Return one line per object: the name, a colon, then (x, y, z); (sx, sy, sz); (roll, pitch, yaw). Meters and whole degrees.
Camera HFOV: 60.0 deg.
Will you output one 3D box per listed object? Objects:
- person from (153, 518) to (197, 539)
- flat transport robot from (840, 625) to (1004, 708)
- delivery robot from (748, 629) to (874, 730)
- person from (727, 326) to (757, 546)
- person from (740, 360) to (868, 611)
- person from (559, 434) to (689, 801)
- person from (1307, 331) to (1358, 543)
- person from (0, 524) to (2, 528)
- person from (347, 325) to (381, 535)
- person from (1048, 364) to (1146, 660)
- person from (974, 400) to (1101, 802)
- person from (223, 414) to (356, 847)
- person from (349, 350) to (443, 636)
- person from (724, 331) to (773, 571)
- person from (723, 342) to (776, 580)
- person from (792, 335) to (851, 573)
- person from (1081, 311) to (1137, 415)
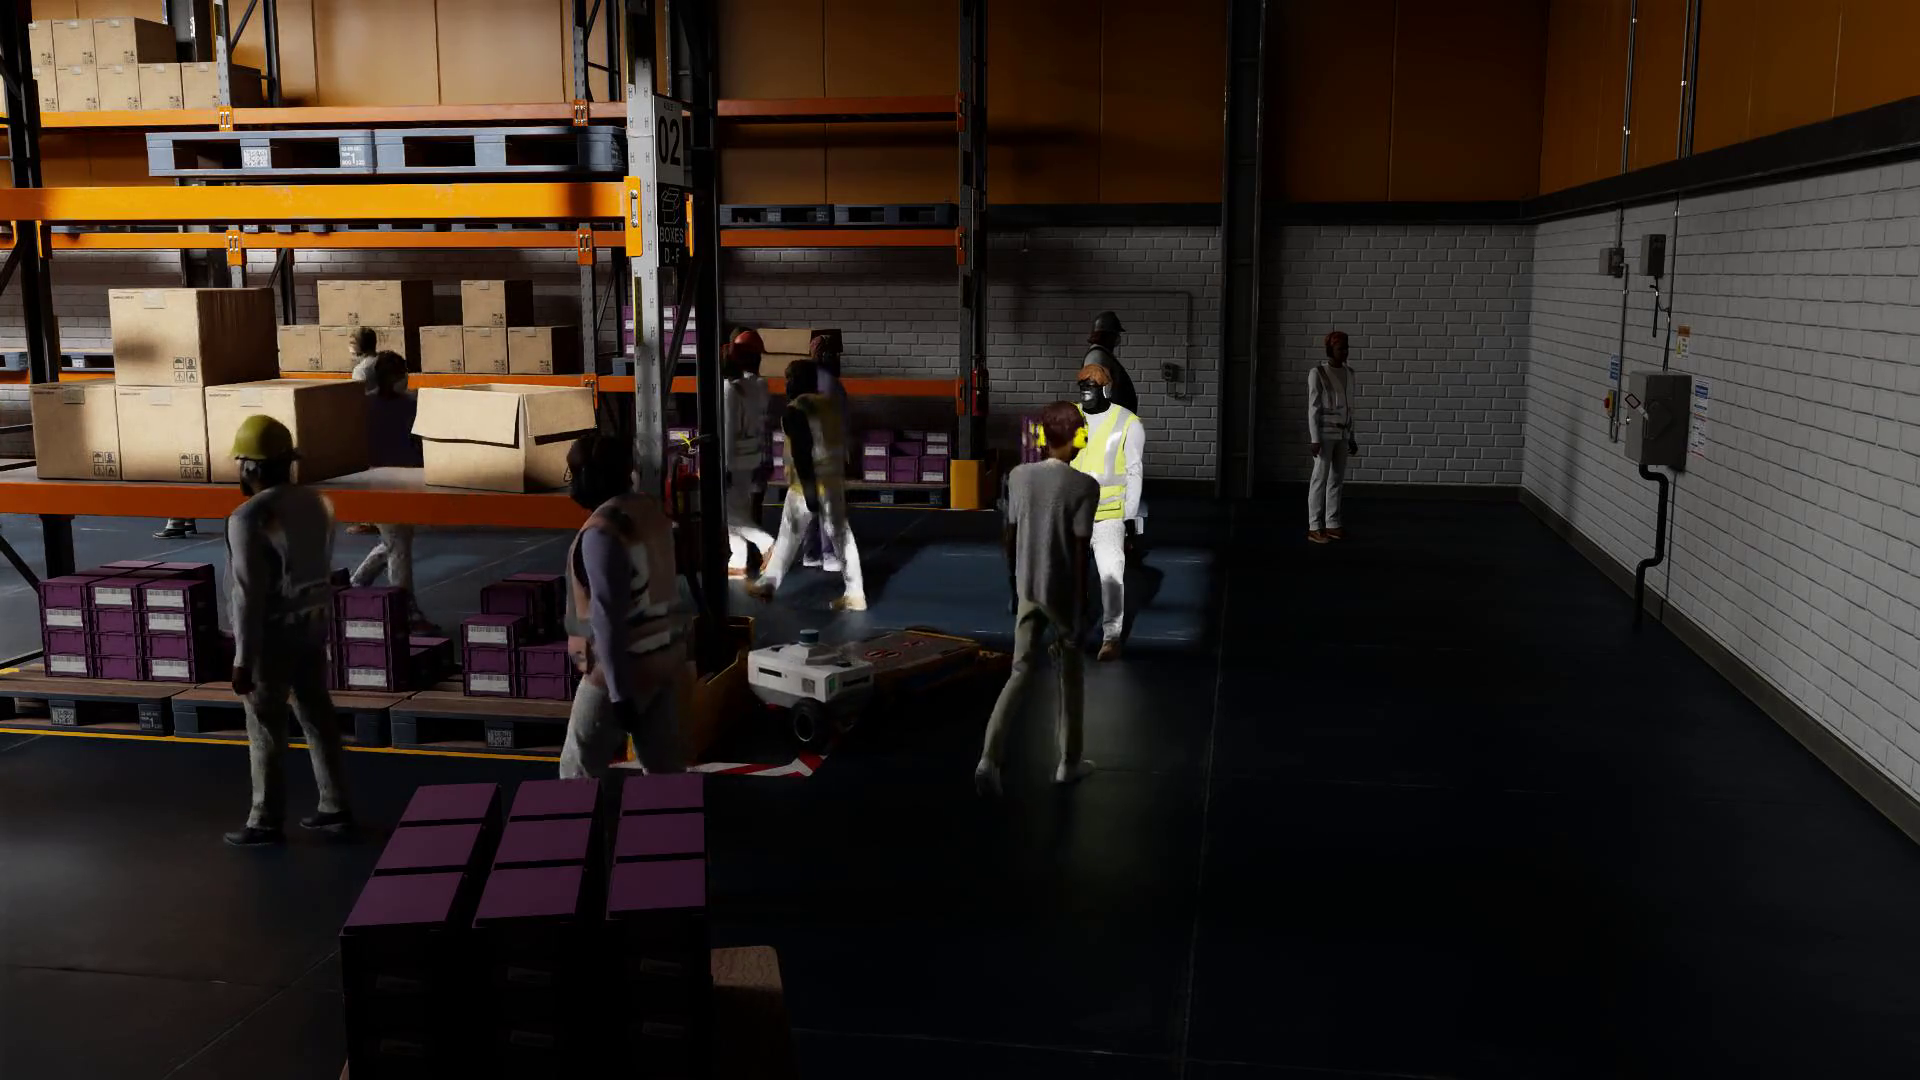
person: (-7.152, -0.923, 15.054); (0.404, 1.833, 0.590); (0, 9, -1)
flat transport robot: (-0.400, 0.734, 9.607); (0.652, 0.197, 1.431); (6, 11, 33)
delivery robot: (-0.777, 0.705, 8.616); (0.707, 0.478, 0.477); (9, 13, 43)
person: (-1.914, -0.916, 14.688); (0.373, 1.940, 0.629); (-4, 10, -25)
person: (-1.082, -0.385, 11.849); (0.997, 1.782, 0.640); (5, 10, 28)
person: (-1.350, 0.502, 6.319); (0.793, 1.801, 0.627); (2, 9, 14)
person: (3.335, -0.917, 14.864); (0.576, 1.882, 0.355); (-7, 12, -37)
person: (-9.327, -0.916, 15.108); (0.522, 1.811, 0.913); (8, 12, 42)
person: (-5.328, -0.991, 15.173); (0.569, 1.926, 0.649); (0, 9, 2)
person: (0.826, -0.174, 10.385); (0.622, 1.844, 0.429); (5, 10, 27)
person: (0.357, 0.278, 7.614); (0.540, 1.835, 0.851); (5, 11, 31)
person: (-2.858, 0.384, 6.980); (0.404, 1.836, 0.591); (3, 10, 16)
person: (-3.882, -0.329, 11.179); (0.925, 1.907, 0.640); (5, 10, 26)
person: (-1.713, -0.724, 13.496); (0.548, 1.936, 0.378); (7, 11, 37)
person: (-1.667, -0.595, 12.891); (0.548, 1.870, 0.585); (2, 9, 12)
person: (-1.078, -0.692, 13.393); (0.410, 1.909, 0.643); (-7, 11, -37)
person: (1.417, -1.154, 15.844); (0.537, 2.000, 0.678); (0, 9, -1)
